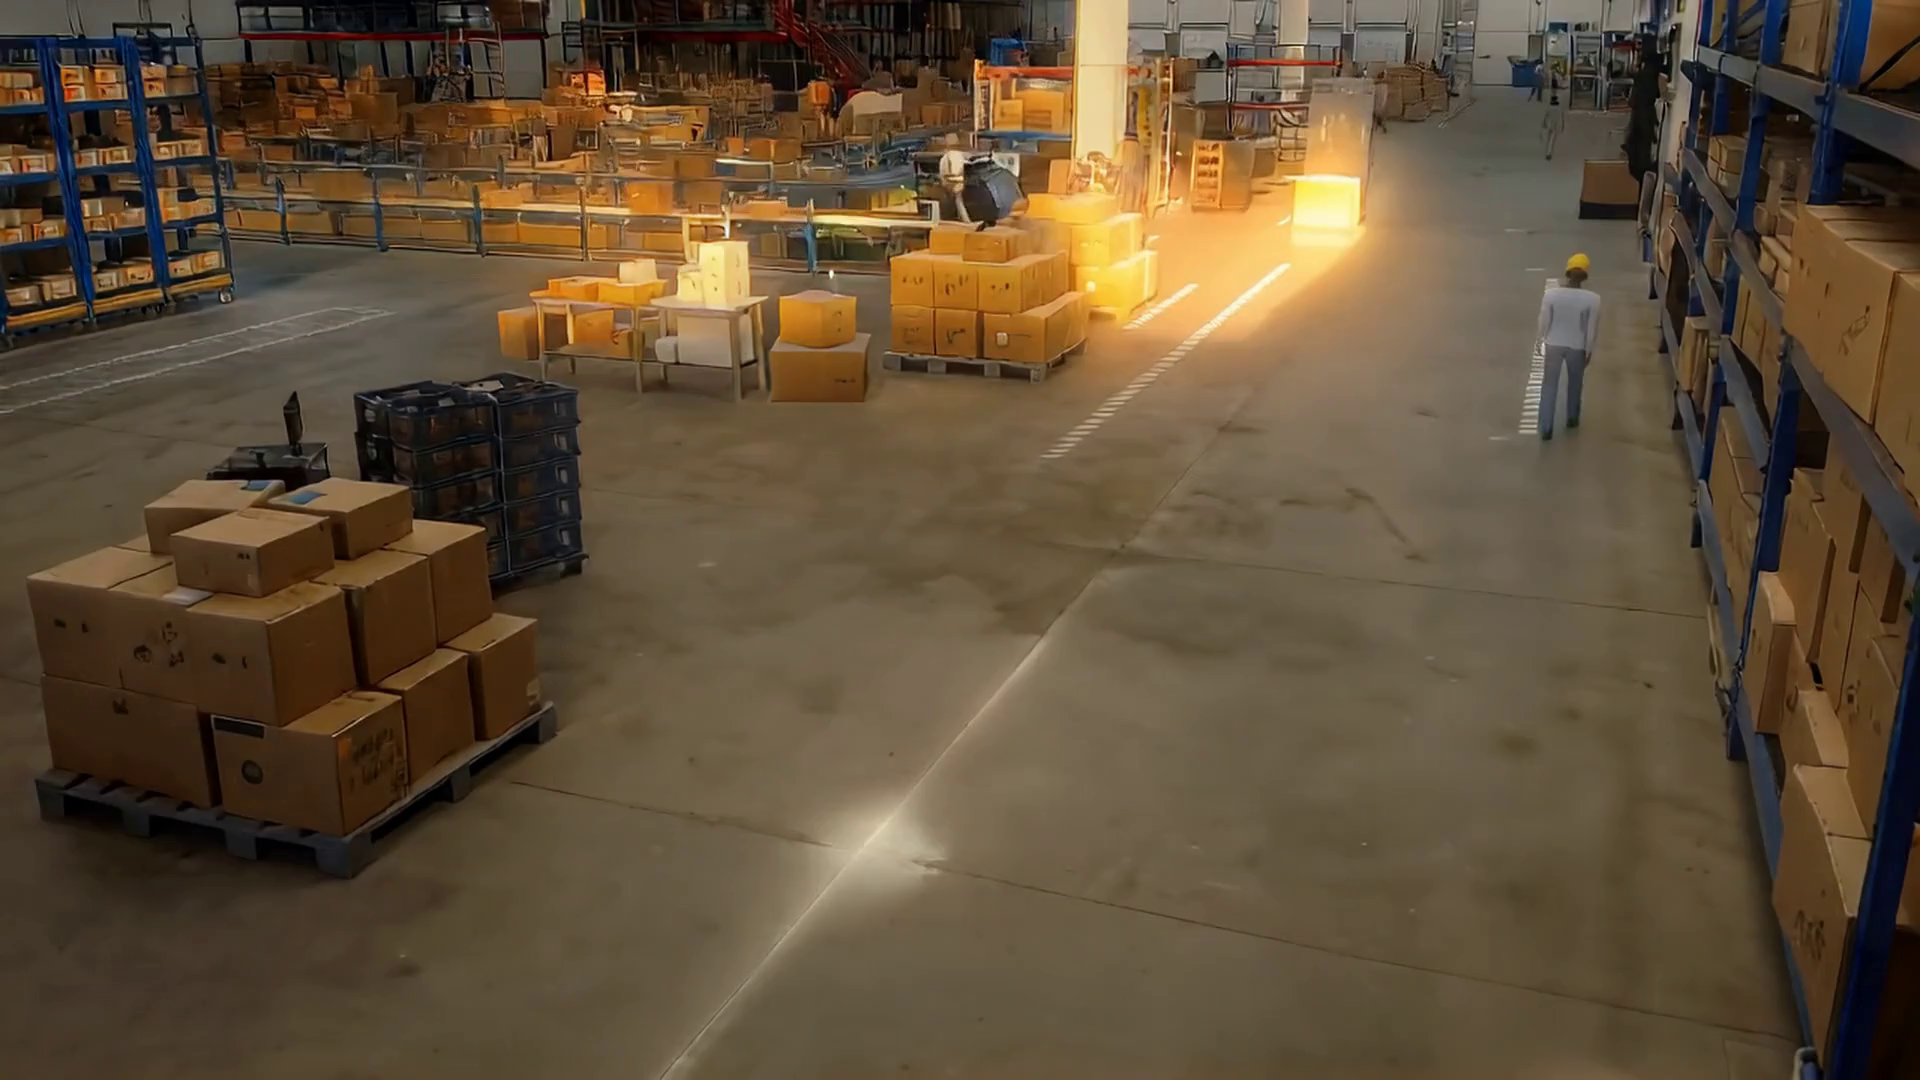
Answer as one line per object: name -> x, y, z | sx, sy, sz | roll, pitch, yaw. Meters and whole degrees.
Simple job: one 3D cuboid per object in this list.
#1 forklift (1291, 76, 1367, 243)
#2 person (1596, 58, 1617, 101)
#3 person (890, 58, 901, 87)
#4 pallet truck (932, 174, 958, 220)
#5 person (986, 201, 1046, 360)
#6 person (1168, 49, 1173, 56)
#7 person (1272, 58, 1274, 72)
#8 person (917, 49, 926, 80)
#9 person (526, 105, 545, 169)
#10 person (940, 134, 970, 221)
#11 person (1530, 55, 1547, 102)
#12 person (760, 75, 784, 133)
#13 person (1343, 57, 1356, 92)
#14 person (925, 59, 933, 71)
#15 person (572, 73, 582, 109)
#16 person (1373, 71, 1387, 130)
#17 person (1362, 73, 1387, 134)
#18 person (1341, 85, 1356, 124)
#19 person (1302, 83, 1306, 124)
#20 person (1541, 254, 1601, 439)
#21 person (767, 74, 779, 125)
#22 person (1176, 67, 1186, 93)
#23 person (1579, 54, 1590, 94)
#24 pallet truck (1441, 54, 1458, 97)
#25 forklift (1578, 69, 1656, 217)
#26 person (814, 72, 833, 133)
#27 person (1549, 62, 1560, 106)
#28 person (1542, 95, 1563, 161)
forklift -> 6.598, -6.755, 29.381 | 1.129, 2.768, 1.873 | 6, 19, 19
person -> 29.207, -20.717, 74.891 | 0.990, 1.870, 0.617 | 8, 19, 22
person -> -2.968, -21.035, 75.876 | 0.540, 1.867, 1.039 | -8, 19, -23
pallet truck -> -0.507, -5.292, 27.348 | 0.653, 1.274, 1.630 | 6, 19, 19
person -> 0.693, -2.958, 19.112 | 0.652, 1.859, 0.989 | 12, 21, 33
person -> 11.898, -26.798, 94.060 | 0.446, 1.829, 0.654 | 11, 21, 31
person -> 16.677, -24.994, 88.417 | 0.520, 1.816, 0.954 | -15, 23, -40
person -> -2.183, -27.463, 96.170 | 0.716, 1.823, 0.526 | -3, 18, -9
person -> -10.832, -10.267, 42.457 | 0.494, 1.624, 0.283 | 4, 18, 13
person -> -0.095, -6.371, 29.919 | 0.601, 1.811, 0.772 | -12, 21, -34
person -> 25.866, -20.554, 74.099 | 0.536, 2.000, 0.706 | -10, 20, -29
person -> -6.287, -14.515, 55.375 | 0.835, 1.896, 0.587 | -12, 21, -32
person -> 18.260, -21.630, 77.782 | 0.776, 1.860, 0.581 | -4, 18, -11
person -> -1.309, -20.604, 74.546 | 1.024, 1.859, 0.595 | -4, 18, -14
person -> -14.690, -17.170, 63.996 | 0.810, 1.711, 0.493 | 6, 19, 18
person -> 14.259, -14.978, 56.727 | 0.629, 1.945, 0.425 | -13, 22, -36
person -> 13.509, -14.257, 54.432 | 0.638, 1.987, 1.012 | -16, 24, -41
person -> 12.851, -14.278, 54.981 | 0.538, 1.677, 0.686 | -2, 18, -5
person -> 11.477, -14.789, 56.187 | 0.370, 1.916, 0.597 | -6, 18, -17
person -> 5.801, -1.857, 15.869 | 0.535, 1.725, 0.880 | 9, 20, 26
person -> -6.781, -15.636, 59.053 | 0.879, 1.803, 0.593 | 2, 18, 6
person -> 8.267, -16.694, 62.170 | 0.734, 1.915, 0.575 | 10, 20, 28
person -> 30.080, -22.378, 80.017 | 0.493, 1.924, 0.657 | 4, 18, 14
pallet truck -> 22.765, -21.886, 78.355 | 0.823, 1.965, 1.885 | -4, 18, -14
forklift -> 13.219, -7.740, 32.475 | 1.873, 2.768, 1.129 | 6, 19, 18
person -> -4.540, -14.538, 55.308 | 0.626, 1.982, 0.426 | 3, 18, 10
person -> 25.359, -19.396, 70.816 | 0.699, 1.825, 0.381 | -16, 23, -40
person -> 16.118, -11.220, 45.288 | 0.541, 1.726, 0.900 | 14, 22, 36
